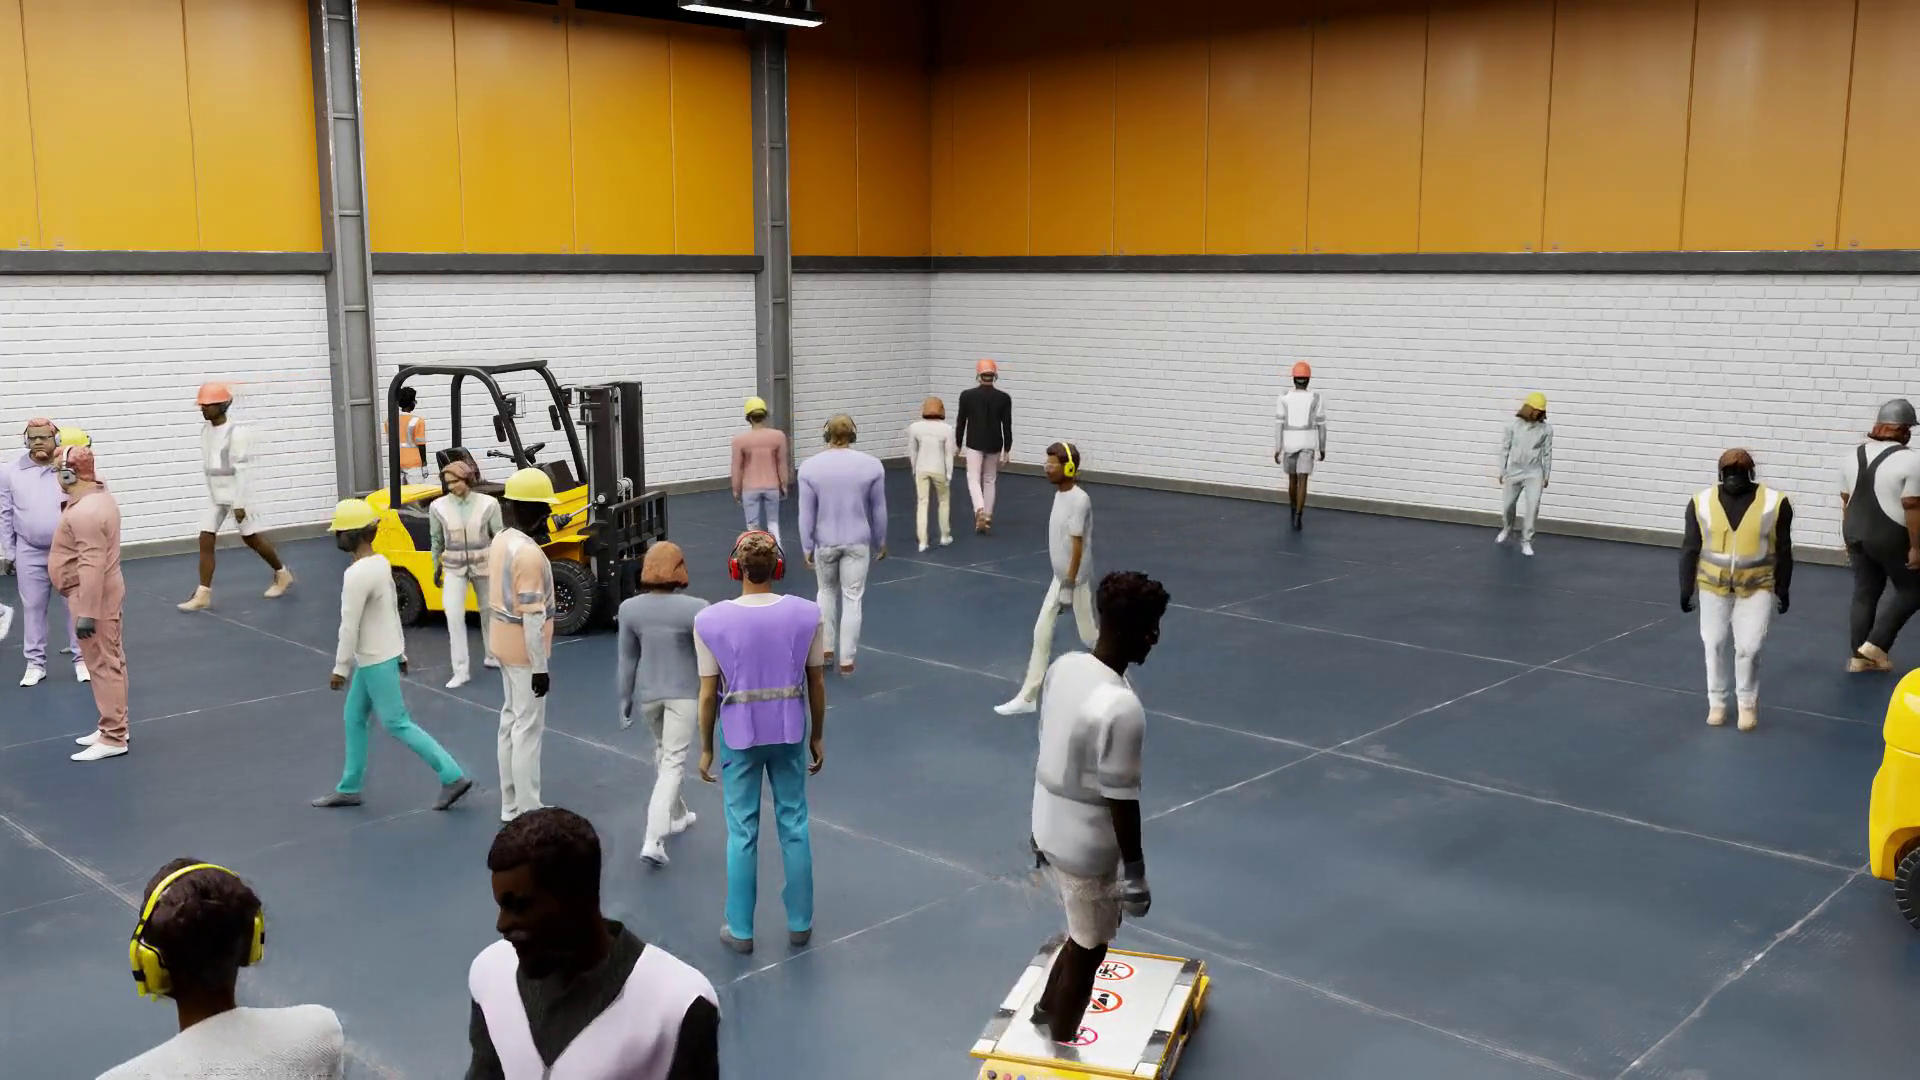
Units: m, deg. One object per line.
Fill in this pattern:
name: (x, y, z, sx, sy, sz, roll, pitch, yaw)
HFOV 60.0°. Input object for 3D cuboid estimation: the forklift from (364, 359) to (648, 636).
forklift: (-3.850, -0.407, 13.936, 2.313, 2.155, 1.214, 2, 9, 11)

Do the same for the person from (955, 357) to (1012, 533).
person: (0.282, -1.060, 18.660, 0.623, 1.970, 0.877, -1, 9, -8)

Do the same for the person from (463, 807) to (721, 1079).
person: (-0.781, 1.468, 3.398, 0.609, 1.884, 0.694, 5, 11, 29)

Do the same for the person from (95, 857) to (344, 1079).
person: (-1.452, 1.518, 3.211, 0.525, 1.853, 0.516, 6, 11, 32)

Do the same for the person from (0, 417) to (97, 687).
person: (-6.461, 0.081, 11.820, 0.638, 1.911, 0.406, -4, 10, -21)

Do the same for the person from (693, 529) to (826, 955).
person: (-0.852, 0.872, 7.158, 0.566, 1.847, 0.390, -3, 10, -18)

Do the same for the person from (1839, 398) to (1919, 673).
person: (6.733, -0.025, 12.067, 0.536, 2.000, 0.710, -3, 10, -17)

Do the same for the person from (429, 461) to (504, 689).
person: (-3.486, 0.220, 11.919, 0.558, 1.606, 0.600, -2, 10, -13)

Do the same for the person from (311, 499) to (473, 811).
person: (-3.101, 0.627, 9.018, 0.859, 1.727, 0.518, -1, 9, -8)

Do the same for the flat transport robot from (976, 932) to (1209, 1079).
flat transport robot: (0.481, 1.824, 6.140, 0.652, 0.197, 1.431, 3, 10, 18)

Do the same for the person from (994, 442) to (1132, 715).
person: (0.745, 0.261, 11.001, 0.968, 1.830, 0.539, -3, 10, -19)

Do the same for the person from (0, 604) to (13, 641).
person: (-7.660, -0.028, 12.664, 0.516, 1.855, 0.602, 4, 10, 21)

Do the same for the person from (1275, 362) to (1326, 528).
person: (3.906, -1.095, 19.105, 0.562, 1.888, 0.986, 3, 10, 17)

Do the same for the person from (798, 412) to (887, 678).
person: (-0.850, 0.019, 12.194, 0.639, 1.913, 0.763, 0, 9, 0)

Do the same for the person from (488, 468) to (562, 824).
person: (-2.263, 0.580, 8.713, 0.384, 1.924, 0.589, -5, 11, -29)

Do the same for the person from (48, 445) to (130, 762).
person: (-5.264, 0.374, 10.045, 0.402, 1.904, 0.638, -3, 10, -20)

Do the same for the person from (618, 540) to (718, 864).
person: (-1.484, 0.799, 8.387, 0.501, 1.596, 0.837, 2, 10, 14)

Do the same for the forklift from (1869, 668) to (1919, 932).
forklift: (5.205, 0.723, 7.013, 2.313, 2.155, 1.214, 9, 13, 43)

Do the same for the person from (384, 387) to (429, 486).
person: (-5.949, -0.803, 17.914, 0.533, 1.690, 0.321, 4, 10, 23)

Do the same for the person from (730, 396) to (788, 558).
person: (-1.894, -0.486, 15.753, 0.551, 1.751, 0.427, -3, 10, -19)

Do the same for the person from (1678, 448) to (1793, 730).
person: (4.950, 0.318, 10.659, 0.655, 1.820, 0.498, 6, 11, 33)

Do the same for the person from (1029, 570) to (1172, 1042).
person: (0.482, 1.046, 5.825, 0.470, 1.932, 0.673, -3, 10, -16)

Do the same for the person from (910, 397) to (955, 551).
person: (-0.277, -0.710, 17.600, 0.514, 1.605, 0.754, 2, 10, 14)

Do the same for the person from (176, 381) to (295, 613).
person: (-6.365, -0.406, 14.585, 0.624, 1.995, 1.071, 6, 11, 31)

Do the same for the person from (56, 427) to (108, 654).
person: (-6.682, 0.017, 12.671, 0.522, 1.761, 0.321, 5, 10, 28)

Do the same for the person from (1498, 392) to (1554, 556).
person: (5.893, -0.718, 17.326, 0.512, 1.701, 0.703, 3, 10, 19)
